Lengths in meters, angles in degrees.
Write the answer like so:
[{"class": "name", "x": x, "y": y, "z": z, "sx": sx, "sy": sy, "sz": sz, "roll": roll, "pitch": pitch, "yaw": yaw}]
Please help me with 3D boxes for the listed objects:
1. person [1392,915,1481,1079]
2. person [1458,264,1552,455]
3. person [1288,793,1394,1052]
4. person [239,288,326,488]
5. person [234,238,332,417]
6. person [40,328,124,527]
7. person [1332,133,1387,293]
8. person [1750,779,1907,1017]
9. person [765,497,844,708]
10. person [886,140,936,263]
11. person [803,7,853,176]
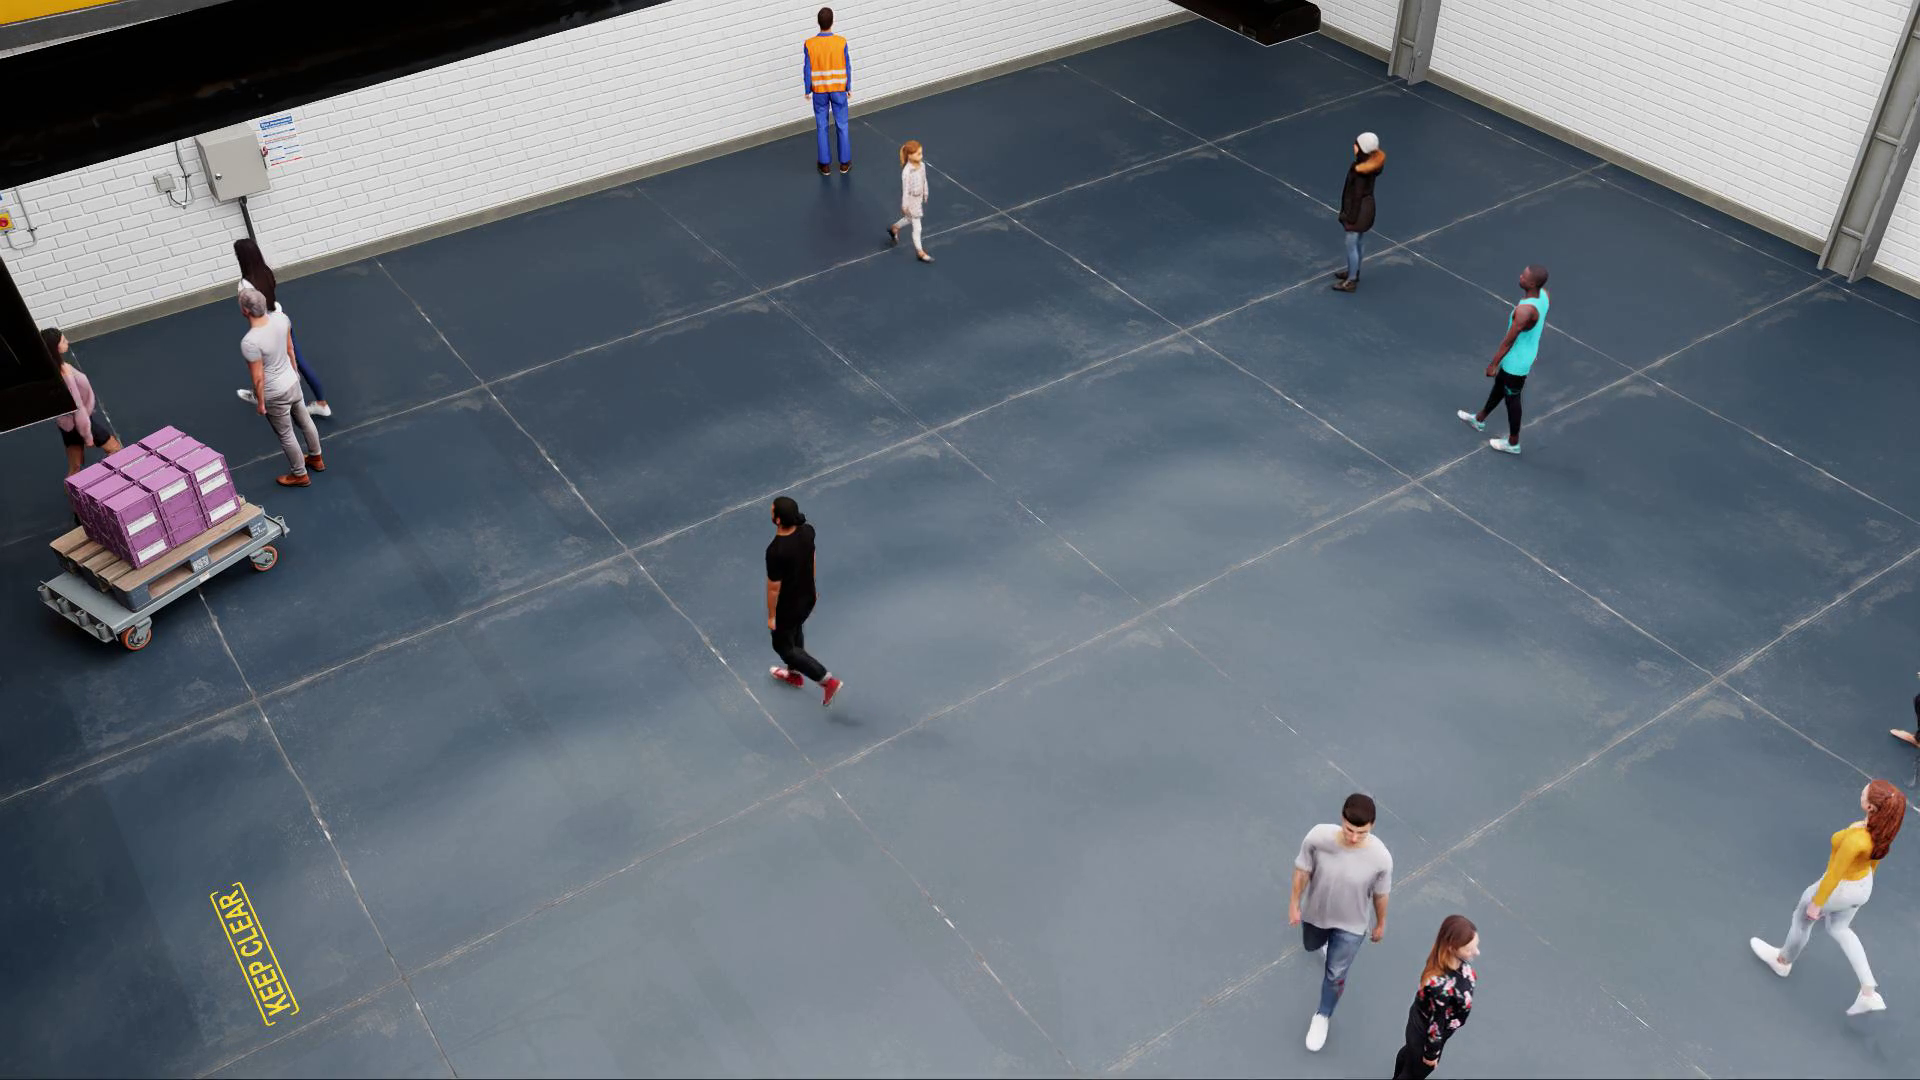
[{"class": "person", "x": 2.547, "y": 2.613, "z": 9.009, "sx": 0.676, "sy": 1.684, "sz": 0.655, "roll": 14, "pitch": 41, "yaw": 16}, {"class": "person", "x": 4.795, "y": -1.494, "z": 14.058, "sx": 0.974, "sy": 1.799, "sz": 0.799, "roll": 28, "pitch": 46, "yaw": 30}, {"class": "person", "x": 2.181, "y": 2.054, "z": 9.566, "sx": 1.177, "sy": 1.862, "sz": 1.125, "roll": 14, "pitch": 41, "yaw": 17}, {"class": "person", "x": -5.626, "y": -1.268, "z": 13.750, "sx": 0.791, "sy": 1.832, "sz": 0.767, "roll": 11, "pitch": 40, "yaw": 13}, {"class": "person", "x": -5.908, "y": -1.796, "z": 14.500, "sx": 1.184, "sy": 1.722, "sz": 1.068, "roll": 10, "pitch": 40, "yaw": 12}, {"class": "person", "x": -7.111, "y": -0.841, "z": 13.265, "sx": 1.065, "sy": 1.770, "sz": 0.917, "roll": 25, "pitch": 45, "yaw": 28}, {"class": "person", "x": 3.930, "y": -3.225, "z": 16.361, "sx": 0.757, "sy": 1.631, "sz": 0.730, "roll": 13, "pitch": 40, "yaw": 16}, {"class": "person", "x": 5.176, "y": 2.095, "z": 9.622, "sx": 0.668, "sy": 1.727, "sz": 1.071, "roll": -19, "pitch": 42, "yaw": -22}, {"class": "person", "x": -1.117, "y": 0.461, "z": 11.656, "sx": 1.048, "sy": 1.744, "sz": 0.883, "roll": 19, "pitch": 42, "yaw": 22}, {"class": "person", "x": -0.531, "y": -3.485, "z": 16.958, "sx": 0.957, "sy": 1.293, "sz": 0.722, "roll": 24, "pitch": 44, "yaw": 27}, {"class": "person", "x": -1.445, "y": -4.949, "z": 18.334, "sx": 0.782, "sy": 1.864, "sz": 0.779, "roll": -5, "pitch": 39, "yaw": -6}]
